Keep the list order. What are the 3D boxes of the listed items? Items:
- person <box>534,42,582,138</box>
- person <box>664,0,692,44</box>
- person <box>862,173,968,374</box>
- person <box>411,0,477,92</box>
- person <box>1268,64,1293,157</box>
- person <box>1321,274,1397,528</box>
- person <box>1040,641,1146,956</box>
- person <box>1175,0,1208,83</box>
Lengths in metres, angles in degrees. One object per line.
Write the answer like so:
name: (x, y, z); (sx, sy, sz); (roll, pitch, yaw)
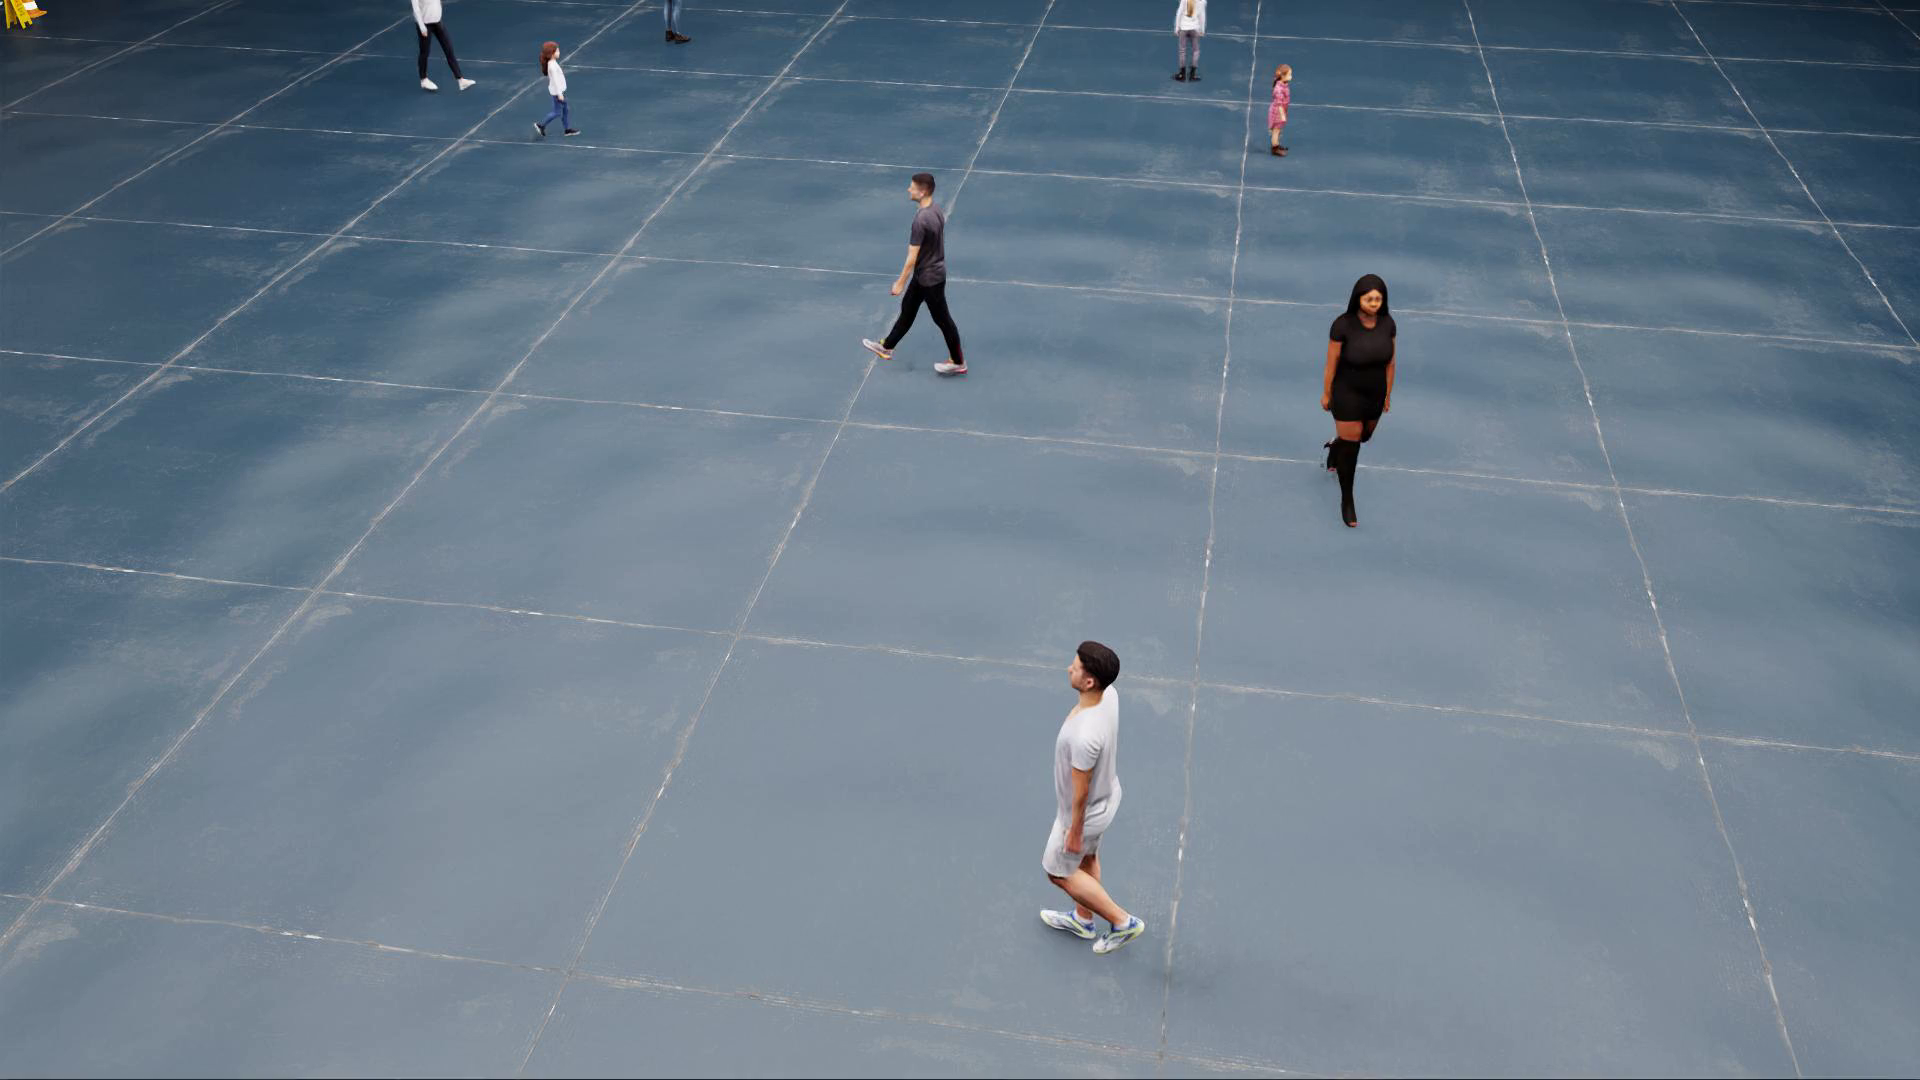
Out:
person: (-4.680, -5.154, 19.080); (0.773, 1.100, 0.582); (-6, 33, -9)
person: (-3.892, -7.540, 22.363); (0.677, 1.634, 0.773); (21, 38, 30)
person: (-0.173, -2.144, 13.731); (1.149, 1.716, 0.699); (2, 32, 4)
person: (-6.579, -6.325, 20.410); (1.121, 1.661, 0.851); (15, 35, 22)
person: (3.550, -4.819, 18.624); (0.491, 1.020, 0.458); (10, 34, 16)
person: (2.827, -1.058, 11.909); (1.134, 1.823, 0.938); (-4, 32, -7)
person: (0.705, 1.300, 8.148); (0.864, 1.847, 0.753); (11, 34, 17)
person: (2.891, -6.413, 20.925); (0.442, 1.261, 0.584); (-3, 32, -5)
